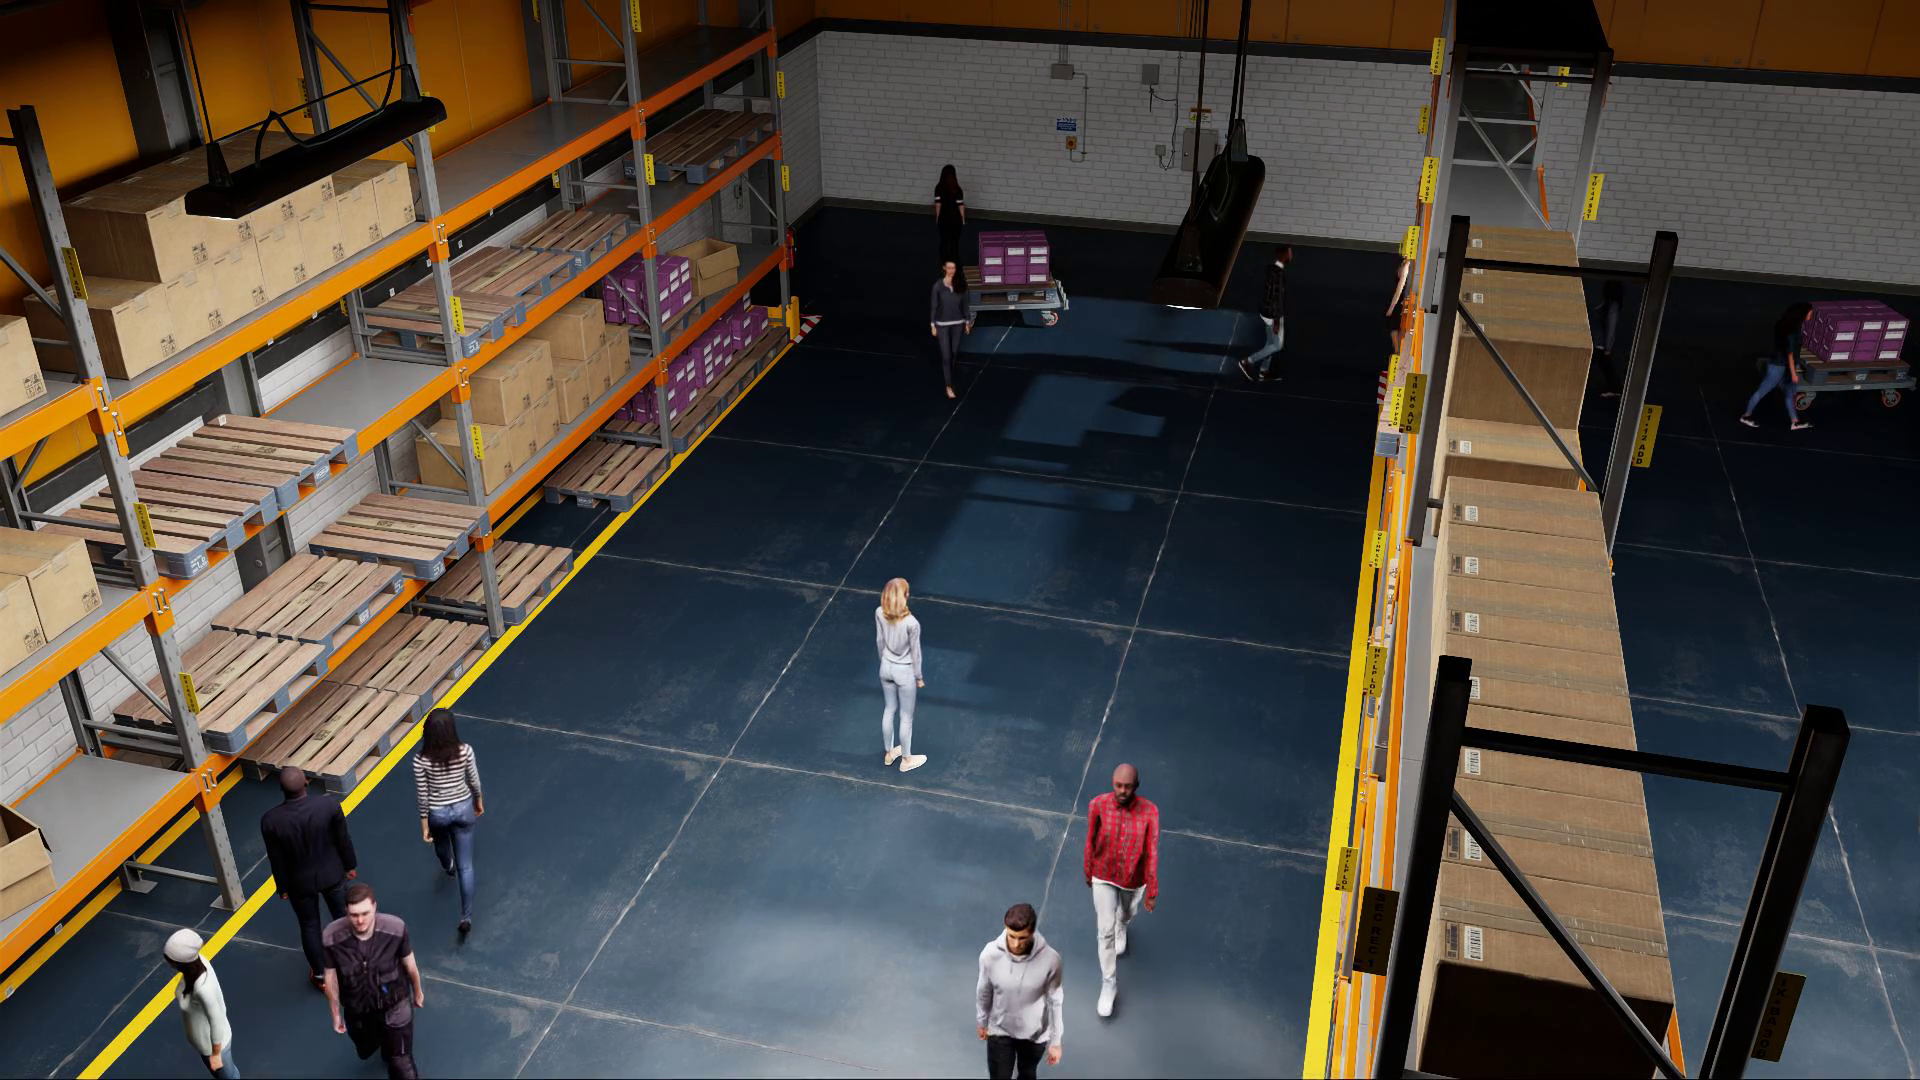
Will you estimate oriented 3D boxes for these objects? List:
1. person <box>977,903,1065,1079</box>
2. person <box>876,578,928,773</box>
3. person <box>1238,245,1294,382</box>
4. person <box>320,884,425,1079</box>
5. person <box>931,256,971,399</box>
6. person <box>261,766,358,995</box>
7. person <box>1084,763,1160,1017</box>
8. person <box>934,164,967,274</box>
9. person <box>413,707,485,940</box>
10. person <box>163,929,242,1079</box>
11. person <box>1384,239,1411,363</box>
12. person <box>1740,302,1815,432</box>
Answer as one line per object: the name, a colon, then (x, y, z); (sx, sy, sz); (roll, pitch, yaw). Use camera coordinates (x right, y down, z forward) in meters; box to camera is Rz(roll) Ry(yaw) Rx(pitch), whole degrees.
person: (0.372, 2.915, 10.230); (0.790, 1.912, 0.884); (0, 29, 0)
person: (-0.500, 1.097, 13.683); (0.656, 1.796, 0.635); (20, 34, 32)
person: (3.831, -2.813, 20.840); (0.903, 1.806, 0.869); (-3, 29, -5)
person: (-3.660, 2.852, 10.436); (0.974, 1.825, 1.182); (-5, 29, -9)
person: (-0.167, -2.701, 20.688); (0.873, 1.755, 0.944); (-13, 31, -22)
person: (-4.429, 2.320, 11.418); (0.781, 1.817, 0.832); (-14, 32, -24)
person: (1.122, 2.268, 11.545); (0.766, 1.786, 1.216); (4, 29, 8)
person: (-0.148, -4.727, 24.524); (0.632, 1.639, 0.612); (12, 31, 20)
person: (-3.624, 2.079, 11.947); (1.079, 1.735, 1.206); (-13, 31, -23)
person: (-4.628, 3.042, 10.265); (0.681, 1.654, 0.642); (-19, 34, -31)
person: (5.771, -3.001, 21.278); (0.651, 1.717, 0.543); (7, 29, 12)
person: (9.620, -2.058, 19.695); (0.888, 1.578, 1.036); (20, 35, 32)
